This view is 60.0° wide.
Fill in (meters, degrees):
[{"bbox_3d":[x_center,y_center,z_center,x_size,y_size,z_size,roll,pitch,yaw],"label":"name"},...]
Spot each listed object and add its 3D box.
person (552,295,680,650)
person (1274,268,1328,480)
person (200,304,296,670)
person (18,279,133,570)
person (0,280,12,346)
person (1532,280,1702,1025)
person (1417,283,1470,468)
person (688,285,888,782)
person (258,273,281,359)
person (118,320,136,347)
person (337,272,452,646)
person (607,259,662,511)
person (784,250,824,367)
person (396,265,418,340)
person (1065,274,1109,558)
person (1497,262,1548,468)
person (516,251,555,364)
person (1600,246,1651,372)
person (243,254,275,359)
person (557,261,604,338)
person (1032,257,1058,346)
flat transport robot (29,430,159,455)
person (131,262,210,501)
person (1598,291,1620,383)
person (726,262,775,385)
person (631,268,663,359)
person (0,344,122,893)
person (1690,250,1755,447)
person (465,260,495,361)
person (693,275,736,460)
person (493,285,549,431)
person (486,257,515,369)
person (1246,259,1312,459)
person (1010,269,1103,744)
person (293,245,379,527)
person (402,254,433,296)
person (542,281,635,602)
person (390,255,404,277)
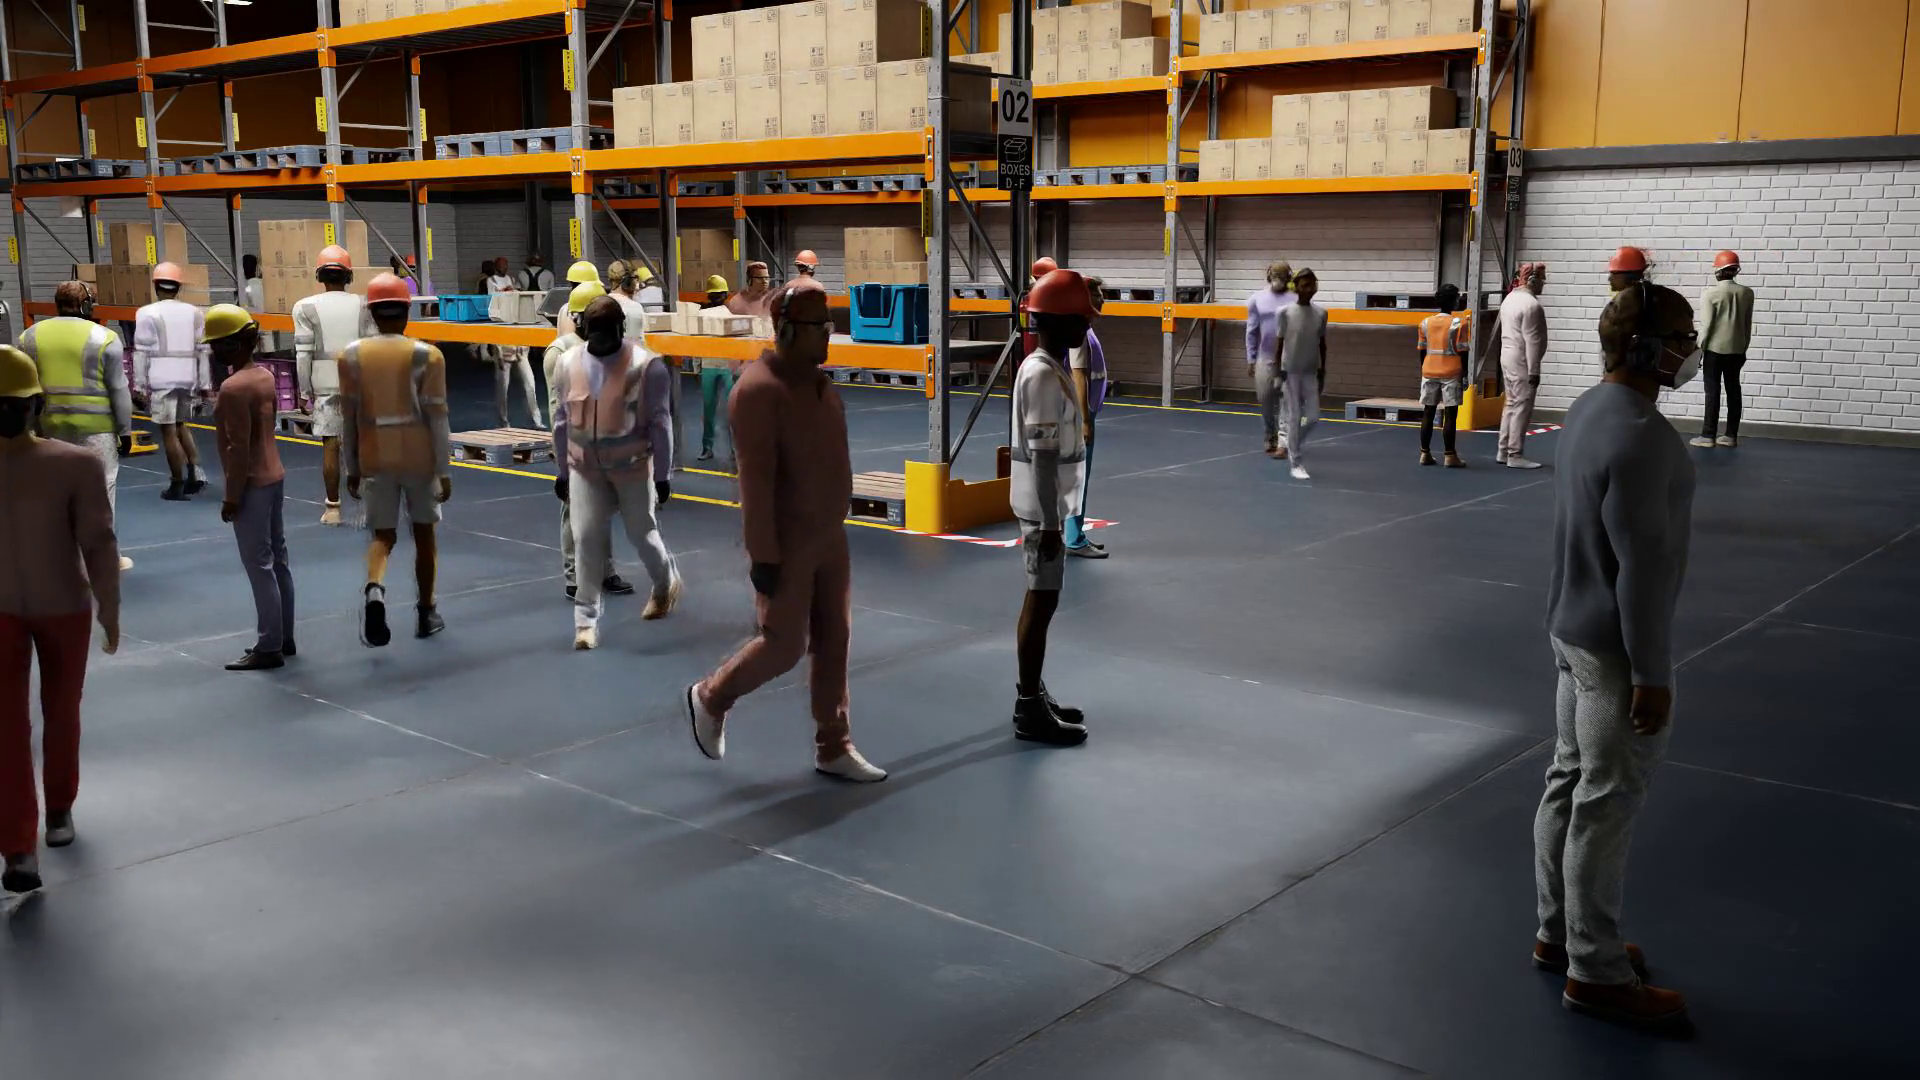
[{"bbox_3d":[-1.788,-0.383,8.688,0.663,1.799,0.909,1,10,8],"label":"person"},{"bbox_3d":[2.987,-1.474,14.707,0.516,1.856,0.551,-2,10,-11],"label":"person"},{"bbox_3d":[-3.441,-0.253,8.029,0.326,1.760,0.524,-1,10,-5],"label":"person"},{"bbox_3d":[-5.459,-0.693,10.342,0.632,1.833,0.430,0,10,-1],"label":"person"},{"bbox_3d":[-9.133,-1.653,15.758,0.361,1.846,0.529,2,10,11],"label":"person"},{"bbox_3d":[1.750,0.290,4.421,0.373,1.940,0.630,1,10,5],"label":"person"},{"bbox_3d":[4.475,-1.515,15.378,0.318,1.700,0.535,-9,13,-41],"label":"person"},{"bbox_3d":[-0.657,-0.015,6.297,0.712,1.890,0.654,5,11,27],"label":"person"},{"bbox_3d":[-11.470,-3.623,27.572,0.503,1.633,0.284,-2,10,-9],"label":"person"},{"bbox_3d":[-12.971,-3.496,26.078,0.641,1.905,0.410,4,11,22],"label":"person"},{"bbox_3d":[-2.859,-0.394,8.413,0.554,1.907,0.734,-1,10,-5],"label":"person"},{"bbox_3d":[-2.594,-1.183,12.807,0.376,1.940,0.627,-10,14,-44],"label":"person"},{"bbox_3d":[-1.847,-2.491,20.096,0.618,1.994,0.380,7,12,33],"label":"person"},{"bbox_3d":[-8.215,-3.220,24.820,0.854,1.789,0.614,4,11,19],"label":"person"},{"bbox_3d":[0.786,-0.811,10.942,0.389,1.850,0.566,0,10,1],"label":"person"},{"bbox_3d":[5.205,-1.605,15.347,0.398,1.898,0.648,0,10,-2],"label":"person"},{"bbox_3d":[-7.392,-4.109,29.178,0.718,2.000,1.079,0,10,0],"label":"person"},{"bbox_3d":[4.900,-1.167,12.448,0.524,2.029,0.635,3,10,16],"label":"person"},{"bbox_3d":[-9.431,-2.869,22.372,0.775,1.947,0.618,6,12,33],"label":"person"},{"bbox_3d":[-3.035,-1.273,13.392,0.393,1.918,0.582,-1,10,-5],"label":"person"},{"bbox_3d":[0.783,-1.648,15.457,0.369,1.935,0.552,8,13,39],"label":"person"},{"bbox_3d":[-8.679,-0.967,16.322,1.431,0.197,0.652,4,11,20],"label":"flat transport robot"},{"bbox_3d":[-6.344,-1.269,13.373,0.418,1.909,0.569,6,12,31],"label":"person"},{"bbox_3d":[6.347,-1.599,15.830,0.489,1.704,0.706,6,12,32],"label":"person"},{"bbox_3d":[-1.844,-1.607,15.356,0.636,1.900,0.402,-9,13,-41],"label":"person"},{"bbox_3d":[-4.101,-2.784,22.443,0.630,1.766,0.910,-8,13,-38],"label":"person"},{"bbox_3d":[-2.985,0.237,5.334,0.547,1.707,0.941,-5,11,-28],"label":"person"},{"bbox_3d":[7.766,-1.941,16.958,0.610,1.996,0.378,-2,10,-14],"label":"person"},{"bbox_3d":[-8.577,-4.103,29.789,0.559,1.815,0.658,-5,11,-27],"label":"person"},{"bbox_3d":[-2.291,-1.631,15.853,0.533,1.767,0.324,0,10,3],"label":"person"},{"bbox_3d":[-4.832,-1.955,18.122,0.747,1.609,0.527,9,13,41],"label":"person"},{"bbox_3d":[-7.500,-3.730,27.524,0.766,1.856,0.621,7,12,35],"label":"person"},{"bbox_3d":[3.106,-1.763,16.154,0.652,1.929,0.642,4,11,23],"label":"person"},{"bbox_3d":[0.393,-0.139,6.865,0.372,1.935,0.551,1,10,3],"label":"person"},{"bbox_3d":[-4.503,-1.113,12.110,0.611,2.043,0.374,-5,11,-27],"label":"person"},{"bbox_3d":[-7.808,-3.119,23.832,0.547,1.938,0.379,-4,11,-21],"label":"person"},{"bbox_3d":[-2.108,-0.563,9.574,0.403,1.835,0.588,5,11,26],"label":"person"},{"bbox_3d":[-8.729,-3.488,25.987,0.599,1.917,0.377,2,10,10],"label":"person"}]
